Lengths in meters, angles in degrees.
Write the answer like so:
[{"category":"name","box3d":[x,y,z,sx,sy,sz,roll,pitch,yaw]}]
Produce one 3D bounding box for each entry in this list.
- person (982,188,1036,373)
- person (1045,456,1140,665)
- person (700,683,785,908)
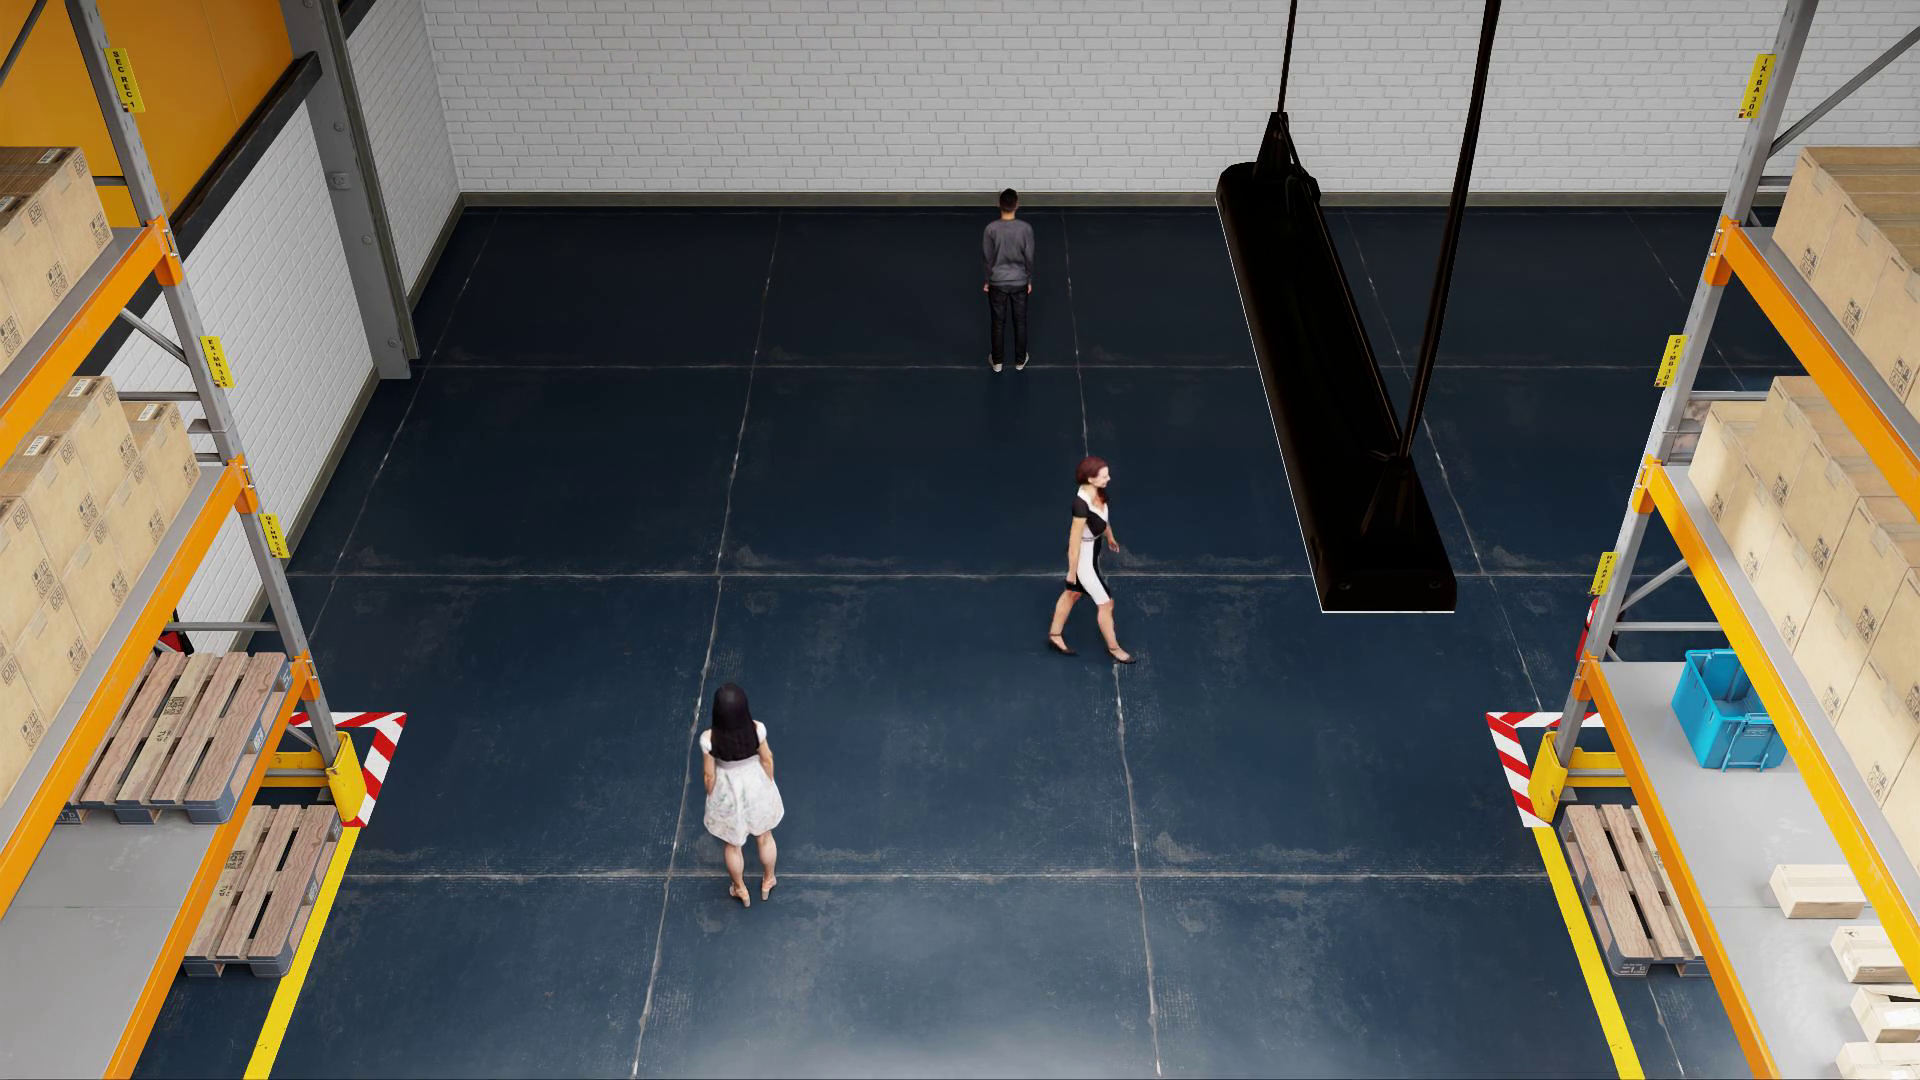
[{"category":"person","box3d":[0.430,-2.302,14.797,0.607,1.760,0.527,0,39,0]},{"category":"person","box3d":[0.799,0.163,11.748,0.765,1.713,0.911,6,39,7]},{"category":"person","box3d":[-1.312,1.533,9.984,0.727,1.775,0.734,-11,40,-13]}]
